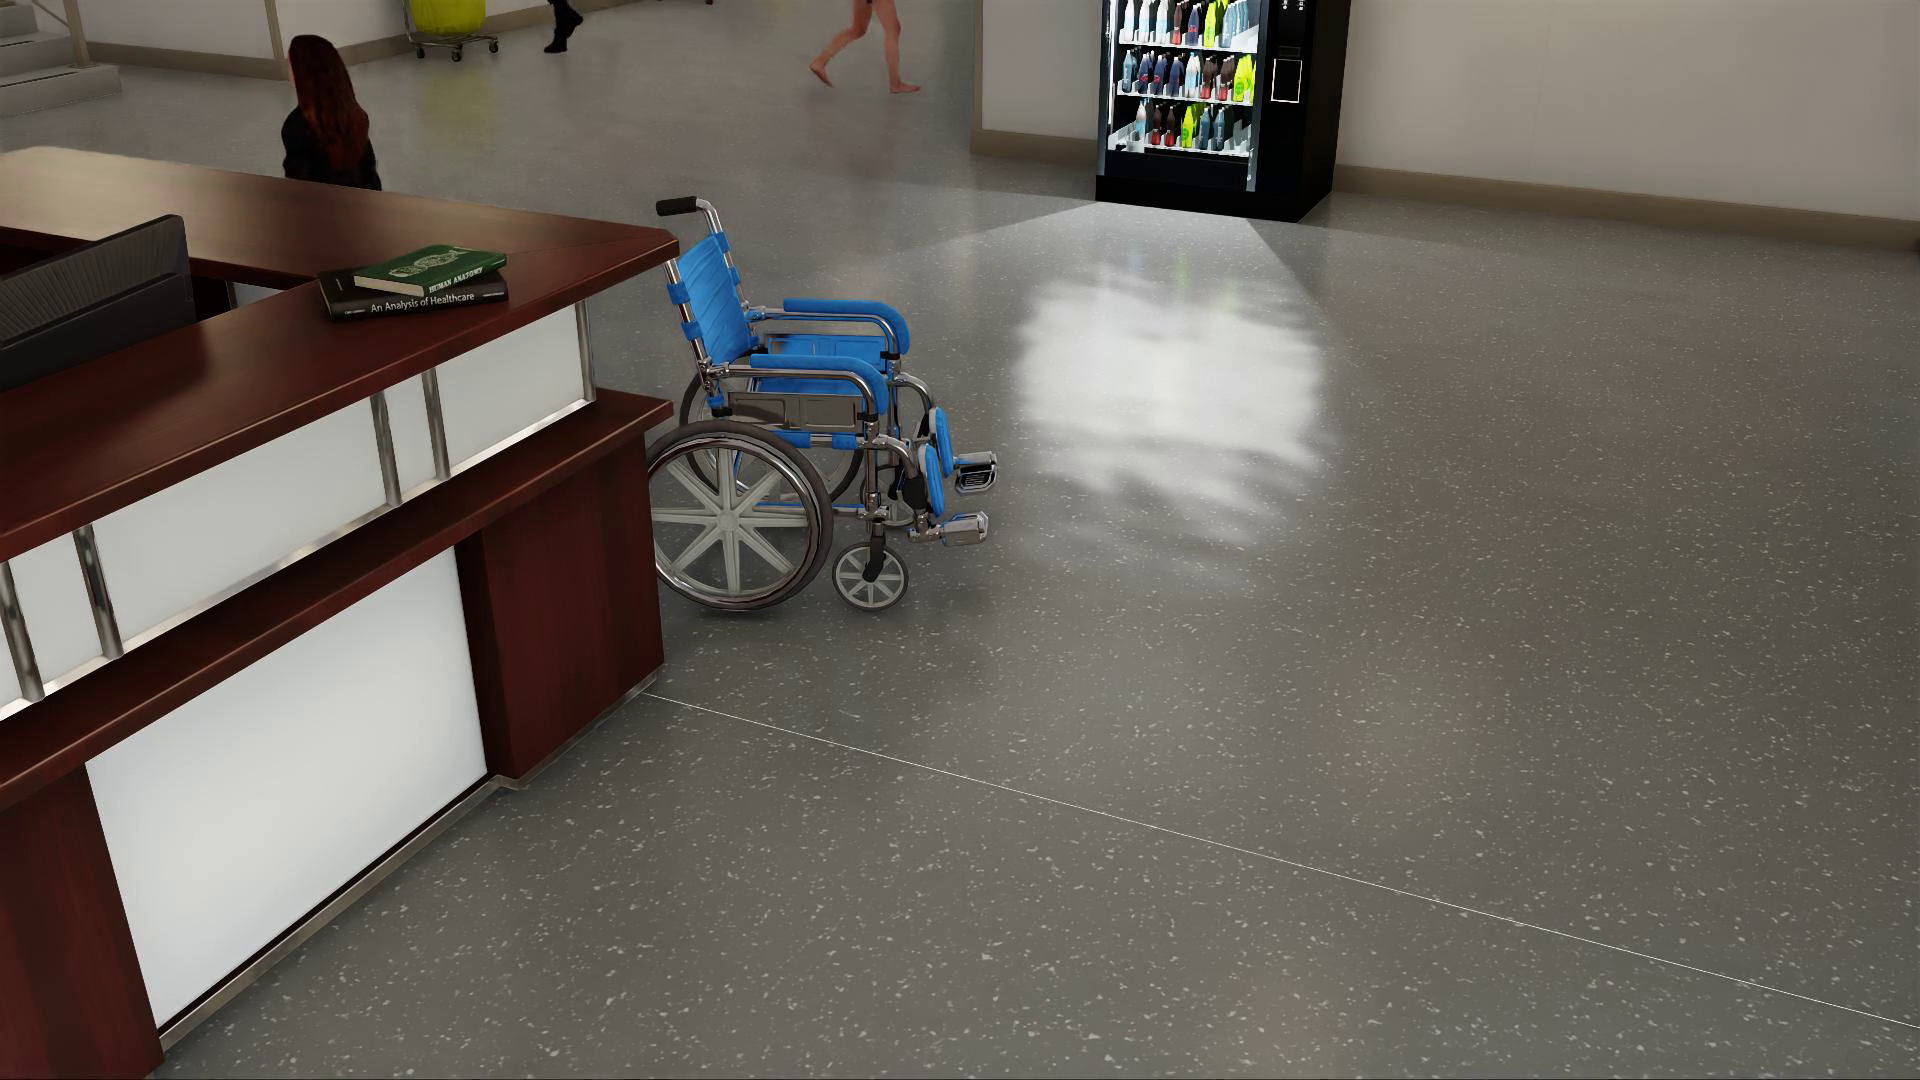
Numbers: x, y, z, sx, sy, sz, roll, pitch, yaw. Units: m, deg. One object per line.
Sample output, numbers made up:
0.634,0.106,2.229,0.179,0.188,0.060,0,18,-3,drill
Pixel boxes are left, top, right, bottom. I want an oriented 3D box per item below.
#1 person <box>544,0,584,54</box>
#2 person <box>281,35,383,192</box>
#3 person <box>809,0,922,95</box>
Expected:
-3.423,-5.090,14.171,0.691,1.794,0.722,15,29,28,person
-2.350,-1.187,6.472,0.915,1.452,0.613,9,27,19,person
-0.756,-4.160,12.378,1.159,1.677,0.905,-1,26,-1,person
